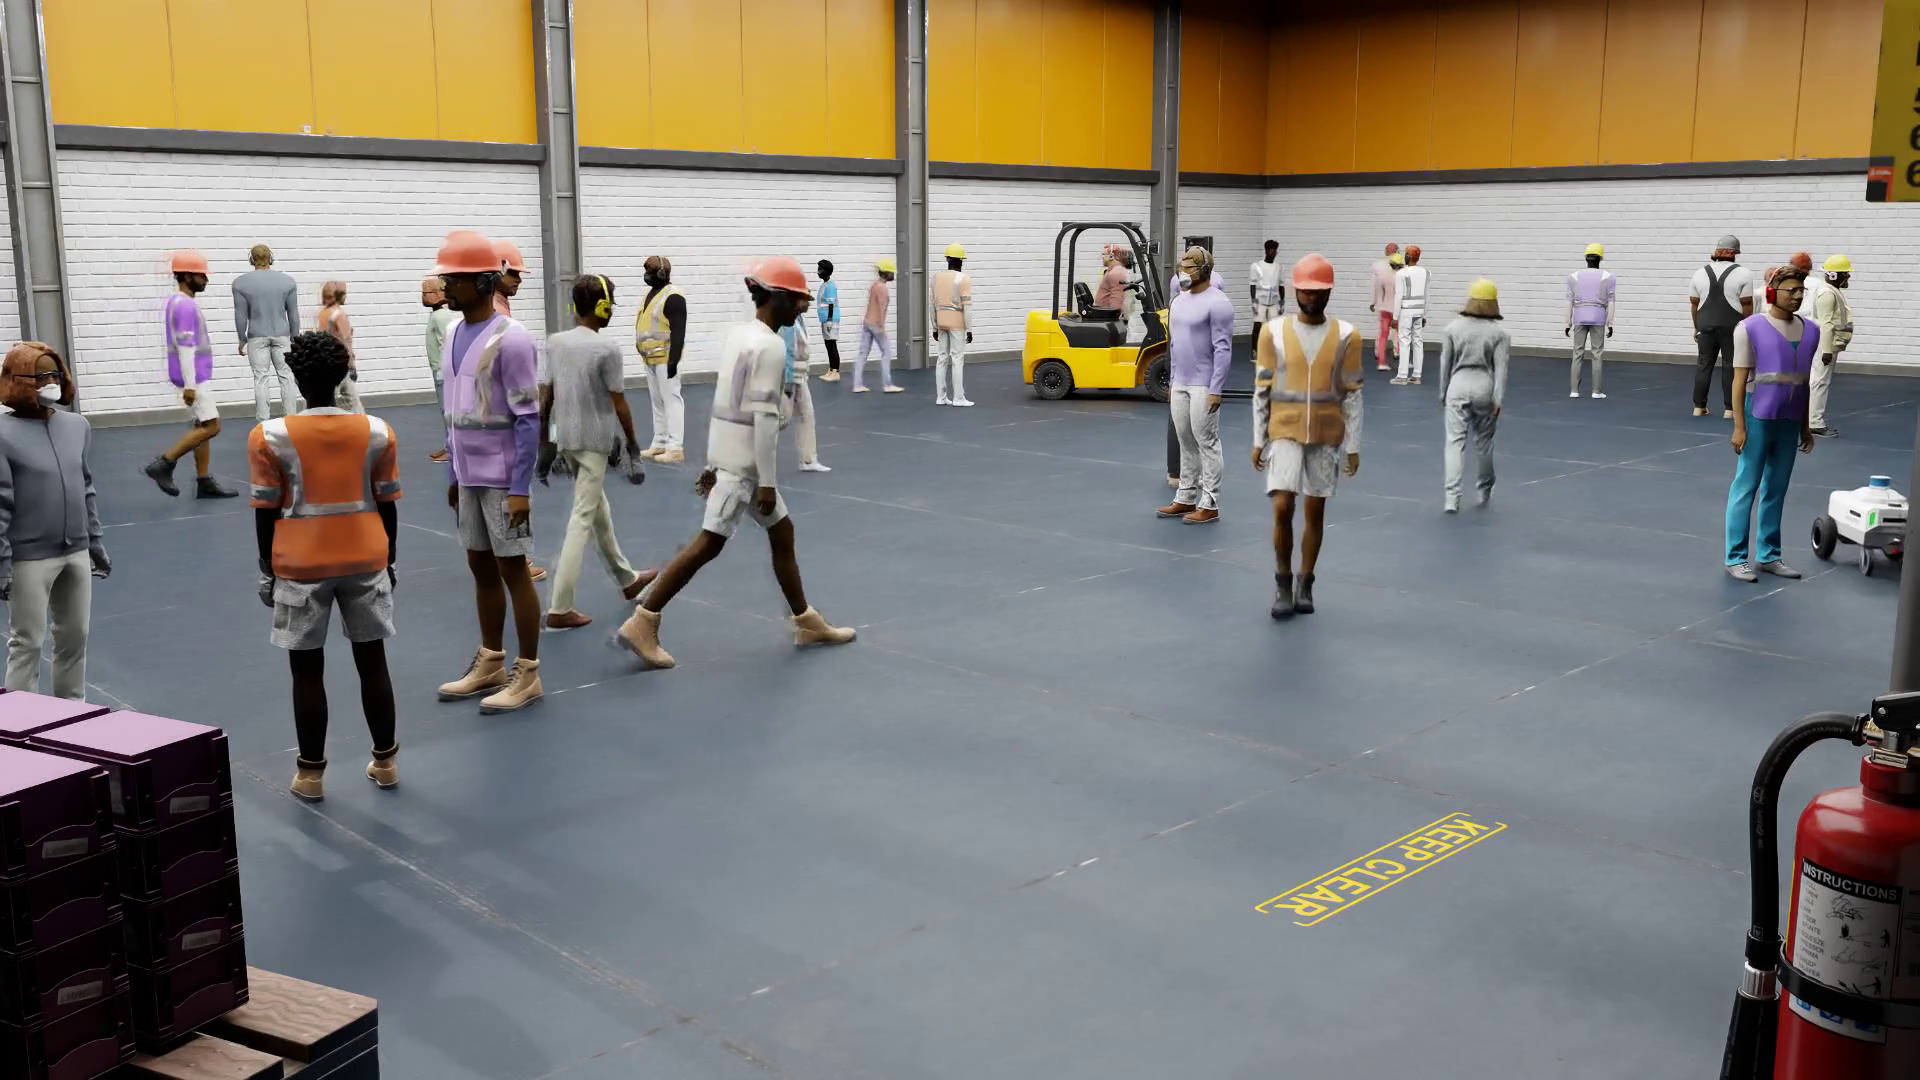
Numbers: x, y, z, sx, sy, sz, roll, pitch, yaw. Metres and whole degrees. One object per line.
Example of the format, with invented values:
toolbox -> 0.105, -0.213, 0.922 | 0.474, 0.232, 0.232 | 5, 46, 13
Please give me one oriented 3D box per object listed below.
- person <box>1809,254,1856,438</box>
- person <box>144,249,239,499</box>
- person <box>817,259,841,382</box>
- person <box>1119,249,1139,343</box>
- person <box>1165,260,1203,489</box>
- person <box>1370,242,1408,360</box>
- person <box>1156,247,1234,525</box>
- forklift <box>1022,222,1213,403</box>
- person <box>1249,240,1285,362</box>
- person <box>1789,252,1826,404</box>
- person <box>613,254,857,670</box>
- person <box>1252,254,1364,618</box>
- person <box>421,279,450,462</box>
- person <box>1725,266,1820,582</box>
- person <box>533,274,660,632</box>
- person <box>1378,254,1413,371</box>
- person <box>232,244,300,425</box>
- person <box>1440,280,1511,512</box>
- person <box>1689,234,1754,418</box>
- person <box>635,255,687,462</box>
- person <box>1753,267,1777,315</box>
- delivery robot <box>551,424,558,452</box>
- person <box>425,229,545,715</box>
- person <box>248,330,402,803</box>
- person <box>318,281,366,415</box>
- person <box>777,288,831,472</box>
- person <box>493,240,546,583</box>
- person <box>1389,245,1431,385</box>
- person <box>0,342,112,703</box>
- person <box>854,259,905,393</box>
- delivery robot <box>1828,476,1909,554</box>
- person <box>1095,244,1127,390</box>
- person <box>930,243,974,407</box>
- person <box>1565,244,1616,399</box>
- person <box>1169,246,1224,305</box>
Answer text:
person -> 8.755, -1.950, 16.743 | 0.404, 1.830, 0.602 | 5, 12, 28
person -> -5.876, -1.237, 12.624 | 0.546, 1.921, 0.553 | -6, 12, -29
person -> -1.834, -3.050, 23.139 | 0.321, 1.690, 0.536 | -3, 11, -17
person -> 2.244, -3.128, 23.199 | 0.437, 1.830, 0.643 | -4, 11, -23
person -> 1.820, -1.343, 13.400 | 0.343, 1.847, 0.506 | 1, 10, 7
person -> 7.005, -3.882, 27.084 | 0.651, 1.904, 0.403 | 4, 11, 19
person -> 1.666, -1.082, 11.724 | 0.372, 1.940, 0.627 | -5, 12, -26
forklift -> 1.935, -2.847, 20.651 | 2.313, 2.155, 1.214 | 2, 11, 13
person -> 4.893, -3.795, 26.481 | 0.623, 1.951, 0.407 | -2, 11, -12
person -> 9.242, -2.225, 18.221 | 0.631, 1.841, 0.694 | 4, 11, 19
person -> -1.099, -0.377, 7.894 | 1.194, 1.956, 0.638 | -4, 11, -21
person -> 1.831, -0.528, 8.744 | 0.570, 1.919, 0.649 | 1, 10, 7
person -> -4.659, -1.514, 14.911 | 0.265, 1.632, 0.507 | -4, 11, -19
person -> 4.773, -0.683, 9.799 | 0.564, 1.846, 0.390 | -4, 11, -19
person -> -1.876, -0.471, 8.730 | 0.531, 1.812, 0.964 | 7, 13, 34
person -> 6.561, -3.404, 24.912 | 0.760, 1.736, 0.546 | -7, 12, -33
person -> -7.086, -2.054, 17.038 | 0.629, 1.936, 0.373 | -6, 12, -30
person -> 3.804, -1.071, 12.324 | 0.497, 1.698, 0.870 | 4, 11, 21
person -> 8.523, -2.389, 18.569 | 0.538, 2.000, 0.682 | -10, 14, -43
person -> -2.691, -1.624, 14.941 | 0.430, 1.845, 0.619 | -7, 12, -33
person -> 10.688, -2.795, 21.971 | 0.521, 1.606, 0.821 | 6, 12, 28
delivery robot -> -3.267, -0.923, 14.357 | 0.477, 0.478, 0.707 | 2, 10, 6
person -> -2.018, -0.280, 7.060 | 0.609, 2.044, 0.396 | 10, 14, 43
person -> -2.259, 0.096, 5.981 | 0.530, 1.688, 0.321 | -8, 13, -38
person -> -5.909, -1.650, 15.760 | 0.877, 1.598, 0.529 | -8, 13, -37
person -> -1.511, -1.370, 14.193 | 0.738, 1.605, 0.526 | 2, 11, 10
person -> -2.691, -0.751, 9.775 | 0.392, 1.990, 0.612 | -4, 11, -23
person -> 6.115, -3.050, 22.605 | 0.575, 1.884, 0.355 | -5, 11, -25
person -> -3.437, 0.069, 6.277 | 0.264, 1.632, 0.508 | 3, 11, 18
person -> -1.071, -2.730, 21.323 | 0.627, 1.712, 0.527 | -4, 11, -21
delivery robot -> 5.594, -0.148, 10.151 | 0.477, 0.478, 0.707 | 1, 11, 8
person -> 1.975, -2.923, 21.850 | 0.409, 1.907, 0.651 | 1, 10, 5
person -> -0.083, -2.539, 19.699 | 0.592, 1.925, 0.385 | 8, 13, 38
person -> 7.808, -2.703, 20.625 | 0.585, 1.916, 0.387 | 6, 12, 30
person -> 2.733, -2.453, 19.316 | 0.646, 1.899, 0.403 | -1, 10, -5
